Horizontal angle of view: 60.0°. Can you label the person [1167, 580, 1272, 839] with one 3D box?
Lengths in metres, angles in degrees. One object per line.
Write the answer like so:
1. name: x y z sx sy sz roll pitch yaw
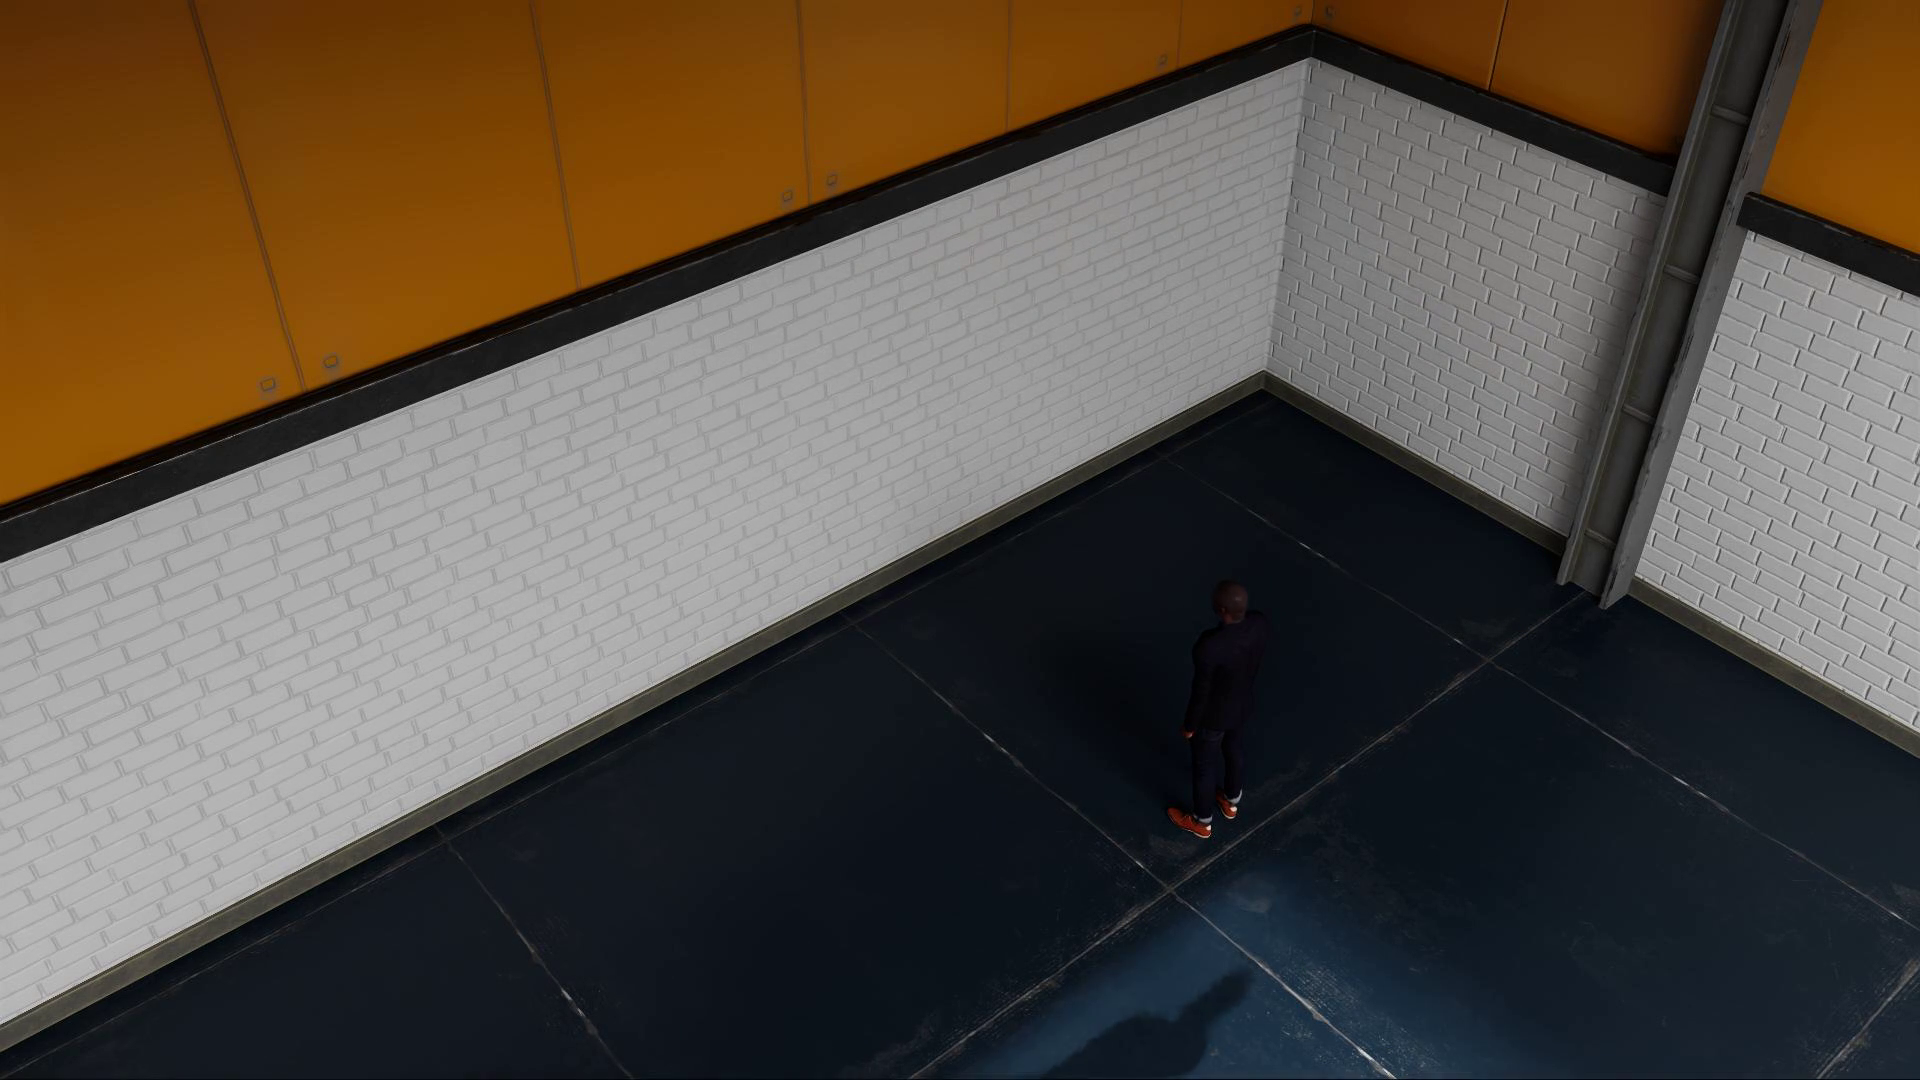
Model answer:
1. person: 1.473 0.945 9.359 0.679 1.819 0.574 -27 46 -30
